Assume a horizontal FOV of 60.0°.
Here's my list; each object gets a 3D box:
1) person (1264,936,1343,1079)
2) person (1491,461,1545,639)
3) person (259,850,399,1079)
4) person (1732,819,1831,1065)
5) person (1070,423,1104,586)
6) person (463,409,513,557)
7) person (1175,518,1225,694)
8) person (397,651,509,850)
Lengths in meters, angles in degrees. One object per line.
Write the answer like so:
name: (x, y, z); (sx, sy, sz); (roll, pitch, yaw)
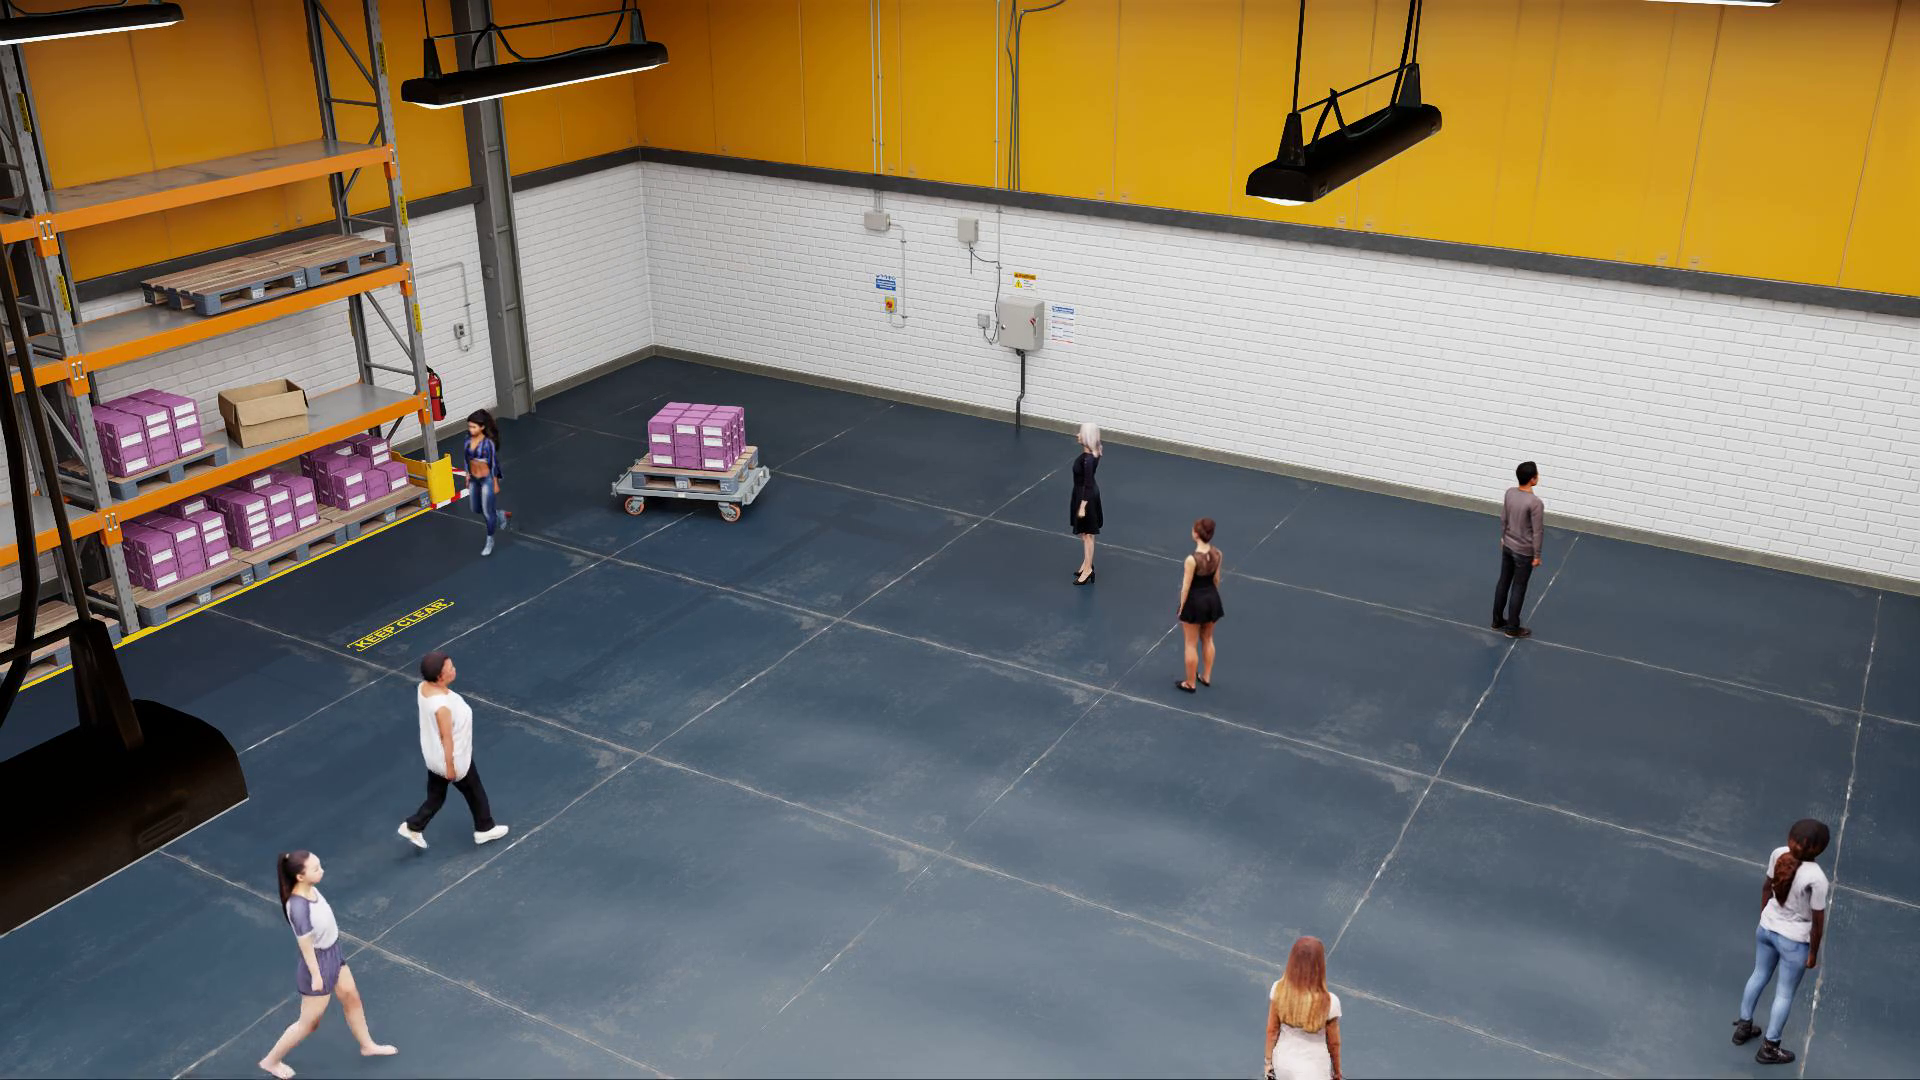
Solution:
person: (1.895, 3.023, 9.376); (0.637, 1.663, 1.121); (16, 28, 32)
person: (5.356, 0.079, 15.979); (0.727, 1.768, 0.717); (-16, 28, -32)
person: (-4.060, 2.652, 10.282); (1.083, 1.617, 1.047); (-5, 24, -10)
person: (5.206, 2.503, 10.496); (0.700, 1.719, 0.660); (-9, 25, -19)
person: (1.291, -0.385, 17.067); (0.749, 1.746, 0.631); (3, 24, 7)
person: (-5.068, -0.643, 17.833); (0.655, 1.607, 0.807); (10, 26, 22)
person: (2.160, 0.579, 14.947); (0.629, 1.678, 0.728); (-14, 27, -30)
person: (-3.924, 1.622, 12.579); (1.139, 1.664, 0.942); (-15, 28, -31)
